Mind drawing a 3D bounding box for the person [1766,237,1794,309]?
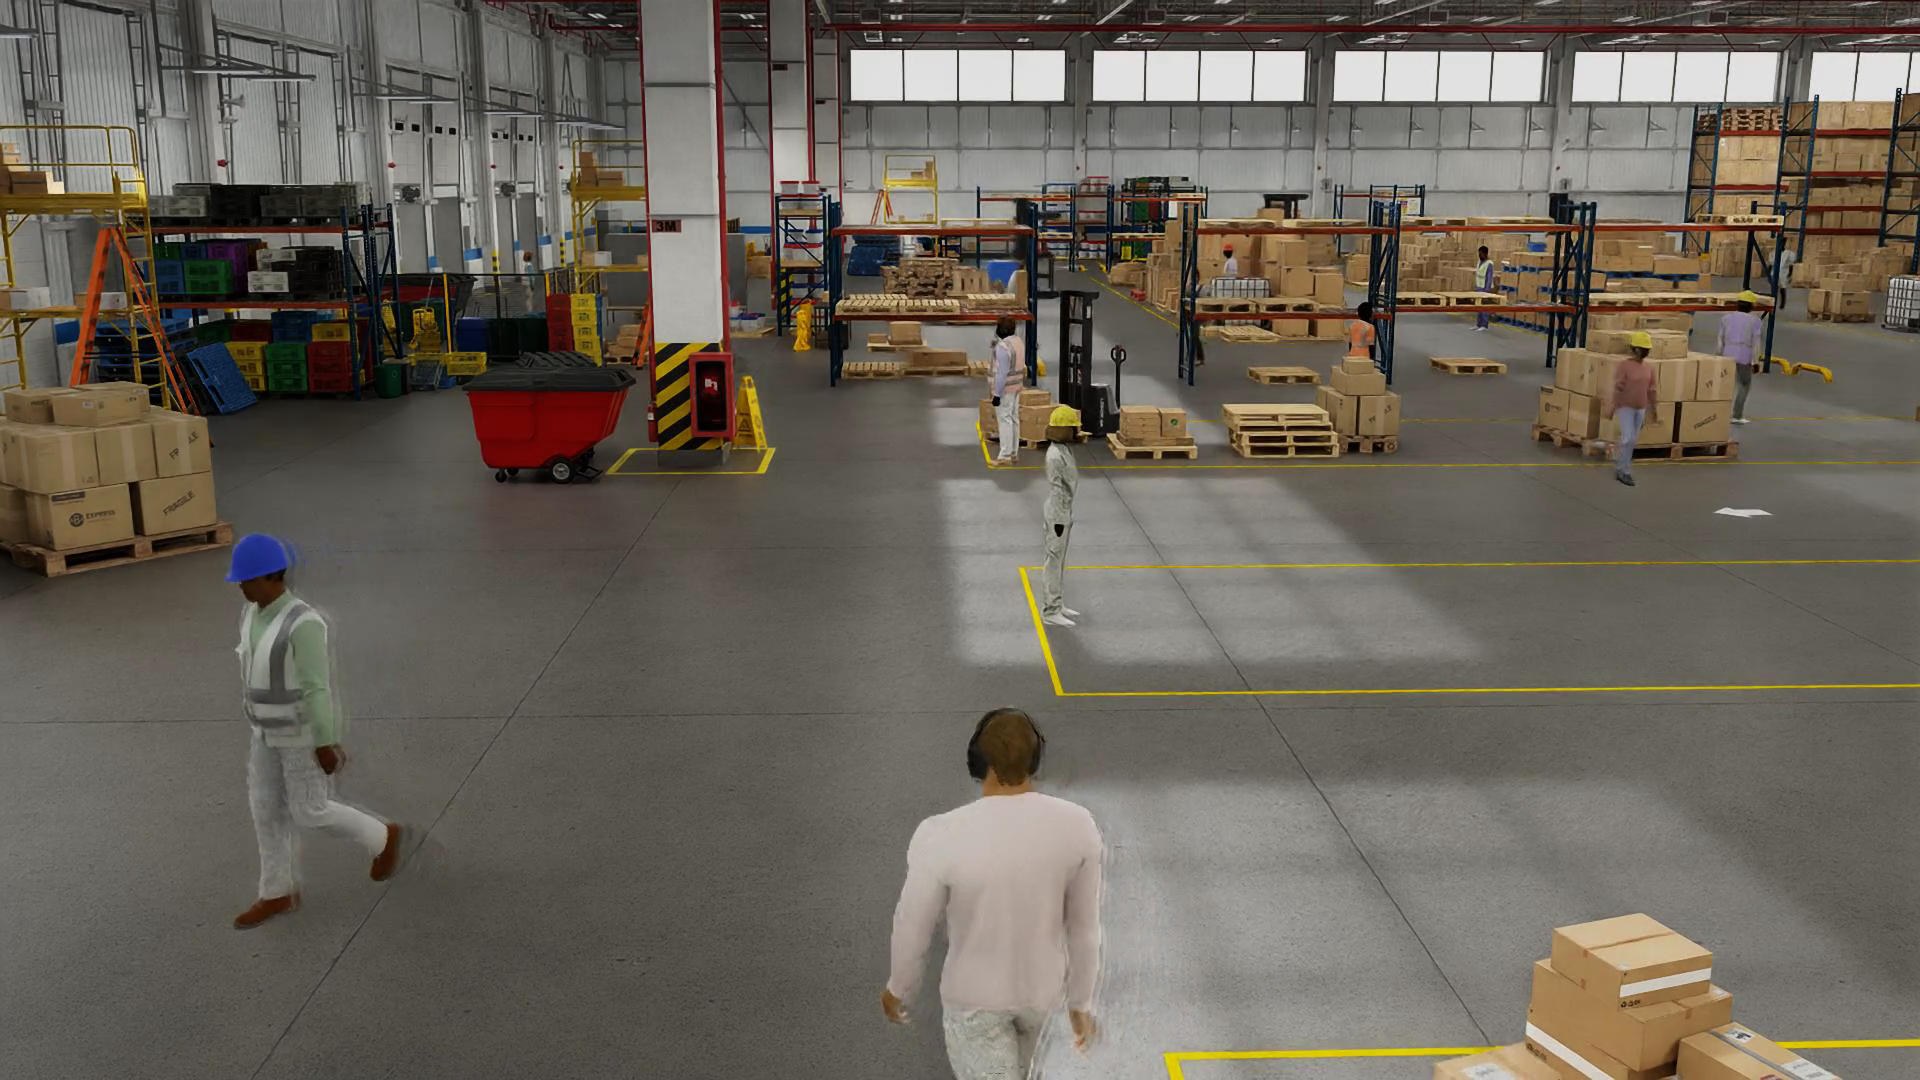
[{"bbox_3d":[20.985,-6.805,42.571,0.624,1.945,0.658,8,15,32],"label":"person"}]

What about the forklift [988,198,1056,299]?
[{"bbox_3d":[1.732,-8.194,46.717,1.873,2.768,1.129,0,12,-2],"label":"forklift"}]

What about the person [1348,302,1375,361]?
[{"bbox_3d":[5.852,-2.616,24.227,0.319,1.695,0.538,-6,14,-24],"label":"person"}]

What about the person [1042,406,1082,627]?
[{"bbox_3d":[0.811,-0.196,13.194,0.294,1.744,0.487,2,13,11],"label":"person"}]

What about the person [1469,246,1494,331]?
[{"bbox_3d":[11.803,-5.664,37.494,0.391,1.915,0.587,-2,13,-9],"label":"person"}]

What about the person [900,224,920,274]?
[{"bbox_3d":[-1.641,-9.532,55.108,0.582,1.835,0.962,4,13,17],"label":"person"}]

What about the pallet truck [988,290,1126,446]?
[{"bbox_3d":[1.257,-2.299,22.111,1.885,1.965,0.823,-9,15,-35],"label":"pallet truck"}]

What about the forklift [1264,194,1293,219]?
[{"bbox_3d":[10.549,-10.123,55.428,1.129,2.768,1.873,11,17,42],"label":"forklift"}]

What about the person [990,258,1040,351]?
[{"bbox_3d":[1.075,-4.738,33.471,1.078,1.865,0.640,5,13,20],"label":"person"}]

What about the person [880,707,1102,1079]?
[{"bbox_3d":[0.085,1.442,5.448,0.652,1.888,0.993,-5,14,-23],"label":"person"}]

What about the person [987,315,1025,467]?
[{"bbox_3d":[0.549,-1.815,20.284,0.429,1.844,0.627,5,13,21],"label":"person"}]

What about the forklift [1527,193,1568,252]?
[{"bbox_3d":[20.716,-10.668,57.888,1.873,2.768,1.129,0,12,-2],"label":"forklift"}]

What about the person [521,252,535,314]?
[{"bbox_3d":[-10.550,-6.218,40.640,0.314,1.634,0.515,-7,14,-30],"label":"person"}]

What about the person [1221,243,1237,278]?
[{"bbox_3d":[6.265,-5.986,38.927,0.402,1.920,0.556,0,12,2],"label":"person"}]

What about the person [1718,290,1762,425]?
[{"bbox_3d":[11.036,-2.573,23.540,0.437,1.910,0.616,-9,15,-35],"label":"person"}]

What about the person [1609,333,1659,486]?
[{"bbox_3d":[7.746,-1.488,18.997,0.553,1.743,0.621,-4,13,-16],"label":"person"}]

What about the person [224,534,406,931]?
[{"bbox_3d":[-3.139,0.876,7.969,0.613,1.918,0.763,10,16,39],"label":"person"}]

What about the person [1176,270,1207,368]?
[{"bbox_3d":[4.271,-4.058,30.521,0.984,1.800,0.505,-11,17,-42],"label":"person"}]
